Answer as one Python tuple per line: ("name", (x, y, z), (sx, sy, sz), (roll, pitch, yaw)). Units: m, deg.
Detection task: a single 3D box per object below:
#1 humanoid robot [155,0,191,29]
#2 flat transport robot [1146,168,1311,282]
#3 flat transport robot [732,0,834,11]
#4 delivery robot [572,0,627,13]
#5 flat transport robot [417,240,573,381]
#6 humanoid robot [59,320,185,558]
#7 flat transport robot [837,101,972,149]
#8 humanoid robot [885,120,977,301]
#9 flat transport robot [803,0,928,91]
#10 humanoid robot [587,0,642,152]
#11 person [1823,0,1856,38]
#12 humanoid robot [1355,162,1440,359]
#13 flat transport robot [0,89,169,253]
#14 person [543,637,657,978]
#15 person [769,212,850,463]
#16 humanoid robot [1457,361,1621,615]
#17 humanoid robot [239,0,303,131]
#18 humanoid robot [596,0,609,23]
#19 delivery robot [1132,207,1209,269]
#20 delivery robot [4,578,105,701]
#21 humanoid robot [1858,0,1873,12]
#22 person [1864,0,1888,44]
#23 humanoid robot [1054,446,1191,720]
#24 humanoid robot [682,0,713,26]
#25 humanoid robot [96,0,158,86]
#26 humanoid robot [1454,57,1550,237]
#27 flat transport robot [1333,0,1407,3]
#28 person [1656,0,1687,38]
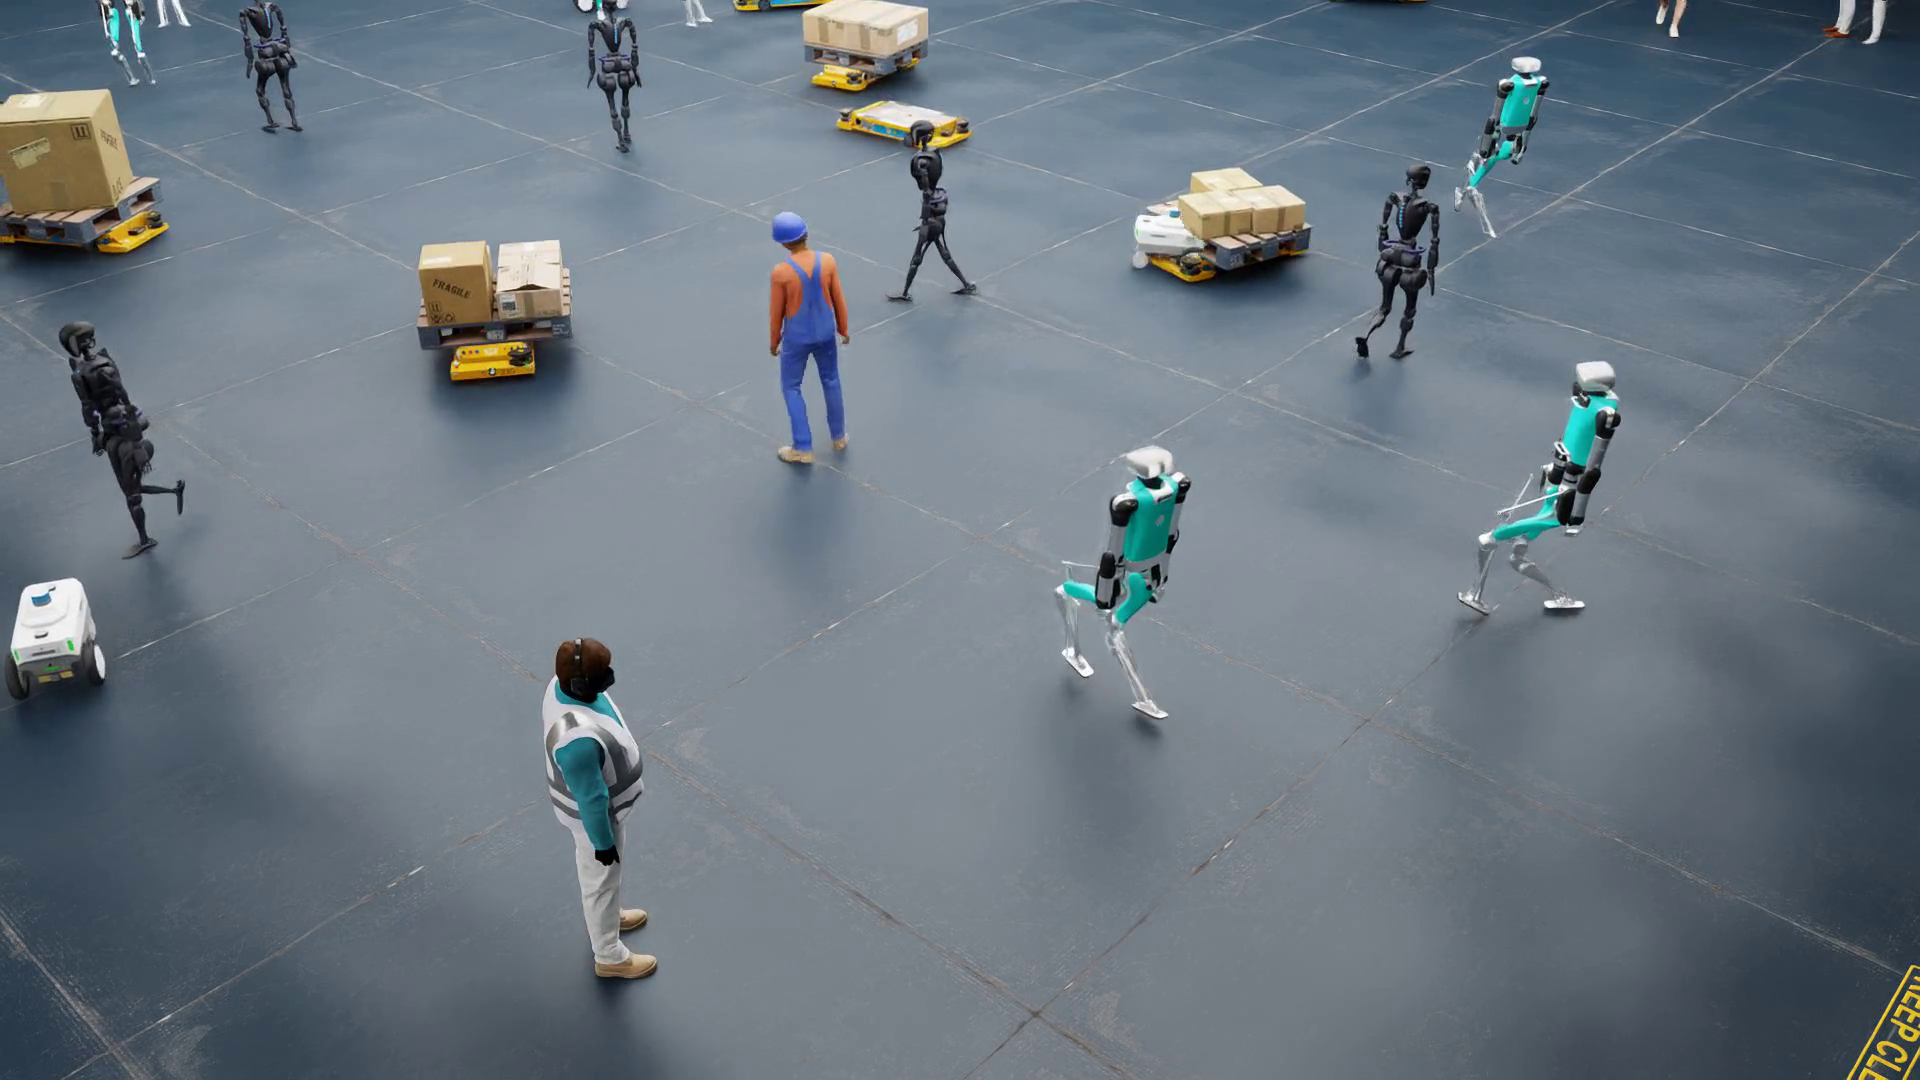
("humanoid robot", (-10.769, -7.755, 22.235), (0.552, 1.764, 0.696), (-14, 34, -21))
("flat transport robot", (2.497, -2.731, 15.551), (1.431, 0.231, 0.659), (-19, 36, -27))
("flat transport robot", (-2.499, -7.707, 23.564), (1.431, 0.231, 0.659), (-8, 33, -12))
("delivery robot", (-5.083, -7.744, 23.324), (0.744, 0.564, 0.499), (-11, 33, -17))
("flat transport robot", (-3.858, -1.750, 13.973), (0.659, 0.231, 1.431), (-6, 32, -10))
("humanoid robot", (-5.483, -0.719, 11.000), (0.612, 1.634, 0.637), (19, 37, 28))
("flat transport robot", (-0.626, -4.665, 18.665), (1.431, 0.231, 0.659), (21, 38, 30))
("humanoid robot", (-0.260, -2.861, 14.479), (0.809, 1.615, 0.608), (2, 32, 3))
("flat transport robot", (-1.166, -5.870, 20.606), (0.659, 0.231, 1.431), (17, 36, 26))
("humanoid robot", (-3.776, -5.092, 18.031), (0.593, 1.642, 0.638), (-16, 35, -24))
("person", (11.719, -7.543, 21.837), (0.365, 1.823, 0.509), (8, 33, 13))
("humanoid robot", (3.535, -2.209, 13.383), (0.581, 1.633, 0.592), (-26, 40, -35))
("flat transport robot", (-8.451, -3.021, 16.018), (1.431, 0.231, 0.659), (7, 32, 11))
("person", (-1.664, 1.221, 7.698), (0.429, 1.841, 0.632), (-8, 33, -13))
("person", (-1.073, -1.458, 11.989), (0.617, 1.884, 0.401), (-13, 34, -20))
("humanoid robot", (3.479, -0.260, 10.225), (1.015, 1.776, 0.536), (0, 32, 0))
("humanoid robot", (-7.673, -5.378, 18.483), (0.453, 1.642, 0.608), (19, 37, 28))
("humanoid robot", (-4.685, -7.370, 21.667), (0.530, 1.780, 1.013), (-9, 33, -15))
("delivery robot", (1.991, -2.766, 15.351), (0.805, 0.609, 0.499), (7, 33, 11))
("delivery robot", (-5.446, 0.553, 9.985), (0.499, 0.587, 0.769), (-11, 33, -17))
("humanoid robot", (12.771, -8.128, 22.915), (0.352, 1.645, 0.590), (-14, 35, -22))
("person", (12.128, -7.342, 21.725), (0.314, 1.608, 0.697), (11, 33, 17))
("humanoid robot", (0.859, 0.176, 9.509), (0.543, 1.748, 1.033), (-22, 38, -31))
("humanoid robot", (-3.562, -7.815, 22.346), (0.788, 1.778, 0.536), (11, 34, 18))
("humanoid robot", (-10.000, -6.243, 19.811), (0.544, 1.792, 0.669), (-8, 33, -12))
("humanoid robot", (5.060, -3.857, 16.023), (0.550, 1.767, 1.018), (-11, 34, -18))
("flat transport robot", (5.984, -7.927, 23.919), (1.431, 0.231, 0.659), (-1, 32, -2))
("person", (9.523, -7.597, 21.877), (0.542, 1.855, 0.532), (8, 33, 13))
